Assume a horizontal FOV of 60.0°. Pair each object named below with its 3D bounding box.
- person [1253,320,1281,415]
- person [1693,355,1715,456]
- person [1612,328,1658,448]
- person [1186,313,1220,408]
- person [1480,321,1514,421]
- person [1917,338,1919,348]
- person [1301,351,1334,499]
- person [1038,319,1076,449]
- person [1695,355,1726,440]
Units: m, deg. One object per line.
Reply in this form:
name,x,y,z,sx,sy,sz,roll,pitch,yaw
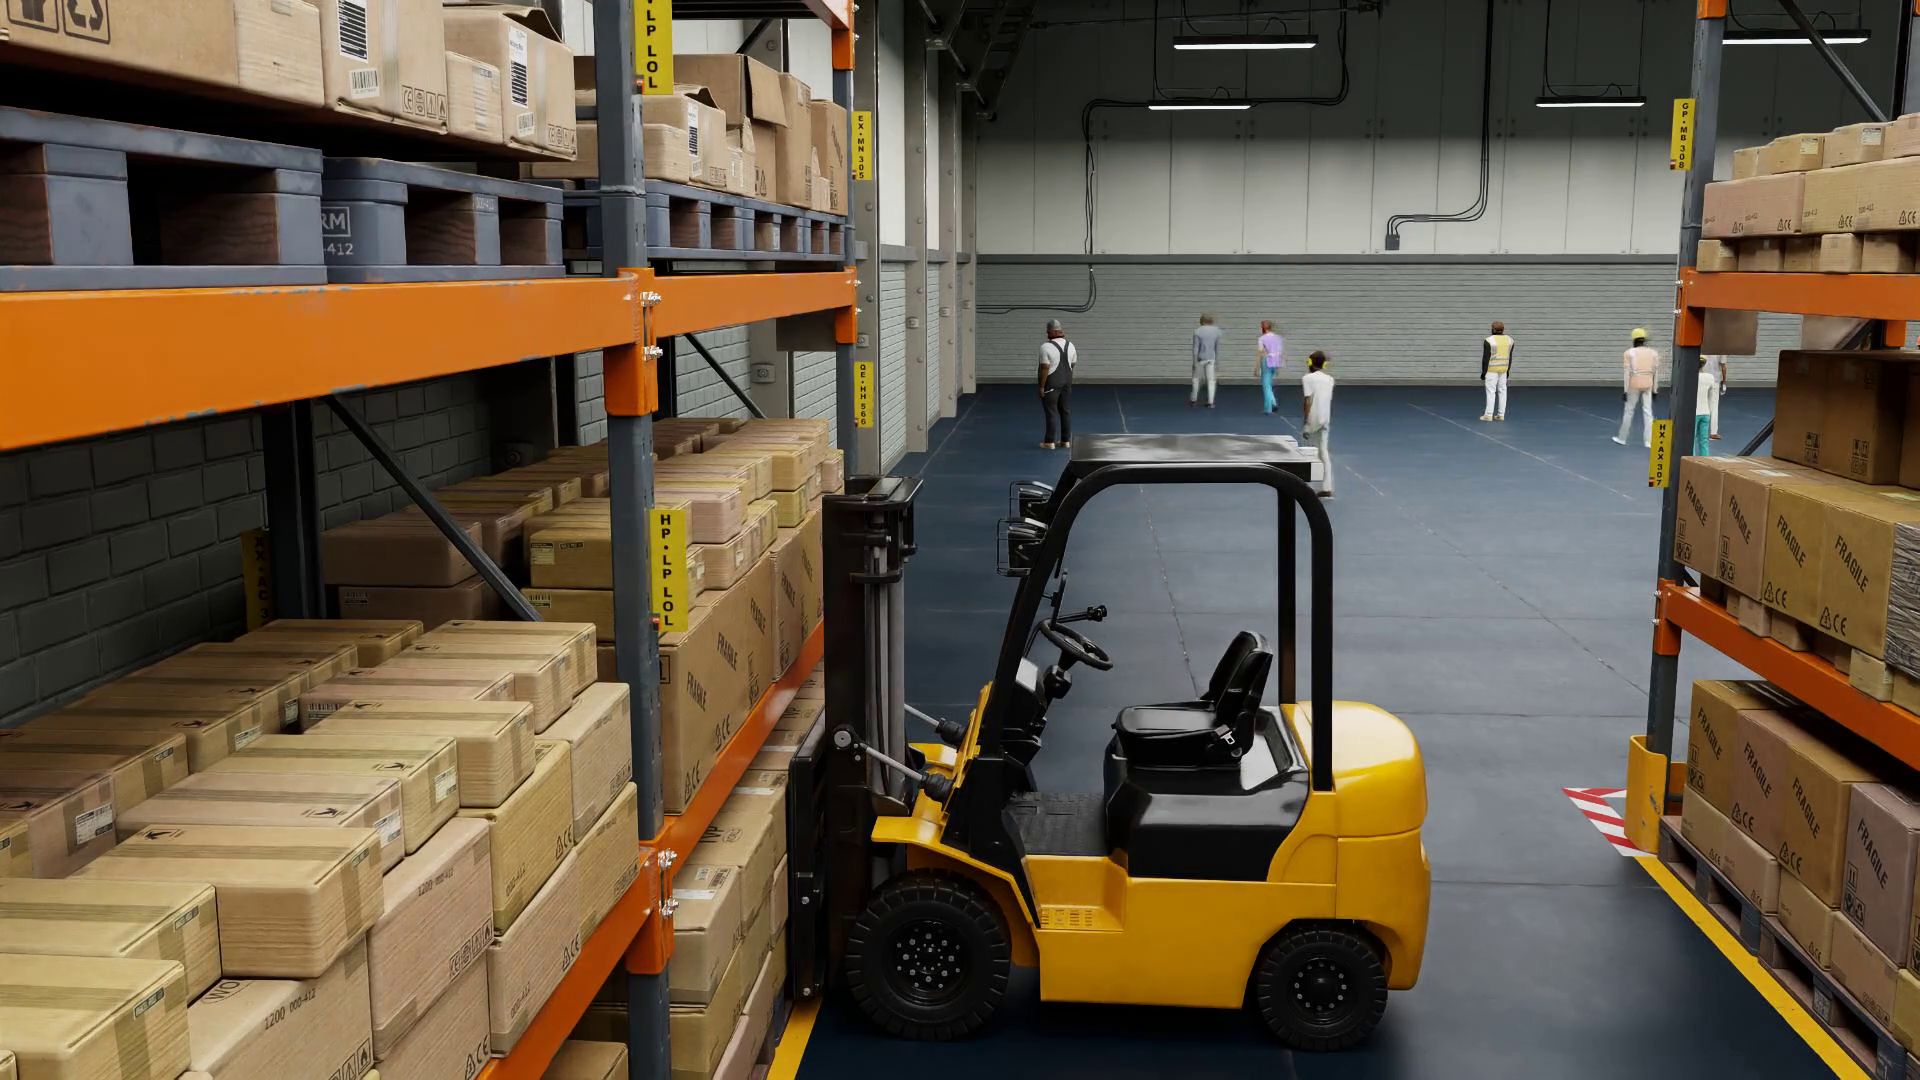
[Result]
person,5.912,-3.313,31.961,0.577,1.827,0.451,-9,13,-44
person,9.716,-1.638,22.007,0.527,1.765,0.328,-3,10,-19
person,10.778,-2.412,26.415,0.614,1.869,0.822,-1,9,-6
person,4.911,-3.644,33.745,0.647,1.898,0.923,-4,10,-22
person,9.906,-3.124,30.769,0.627,1.846,0.429,-3,10,-20
person,13.350,-1.903,23.085,0.551,1.935,0.371,-3,10,-19
person,4.379,-1.436,20.627,0.575,1.802,0.918,-4,10,-24
person,1.462,-2.451,26.093,0.681,2.000,0.536,-7,12,-36
person,12.368,-2.581,27.417,0.533,1.864,0.310,9,13,43
